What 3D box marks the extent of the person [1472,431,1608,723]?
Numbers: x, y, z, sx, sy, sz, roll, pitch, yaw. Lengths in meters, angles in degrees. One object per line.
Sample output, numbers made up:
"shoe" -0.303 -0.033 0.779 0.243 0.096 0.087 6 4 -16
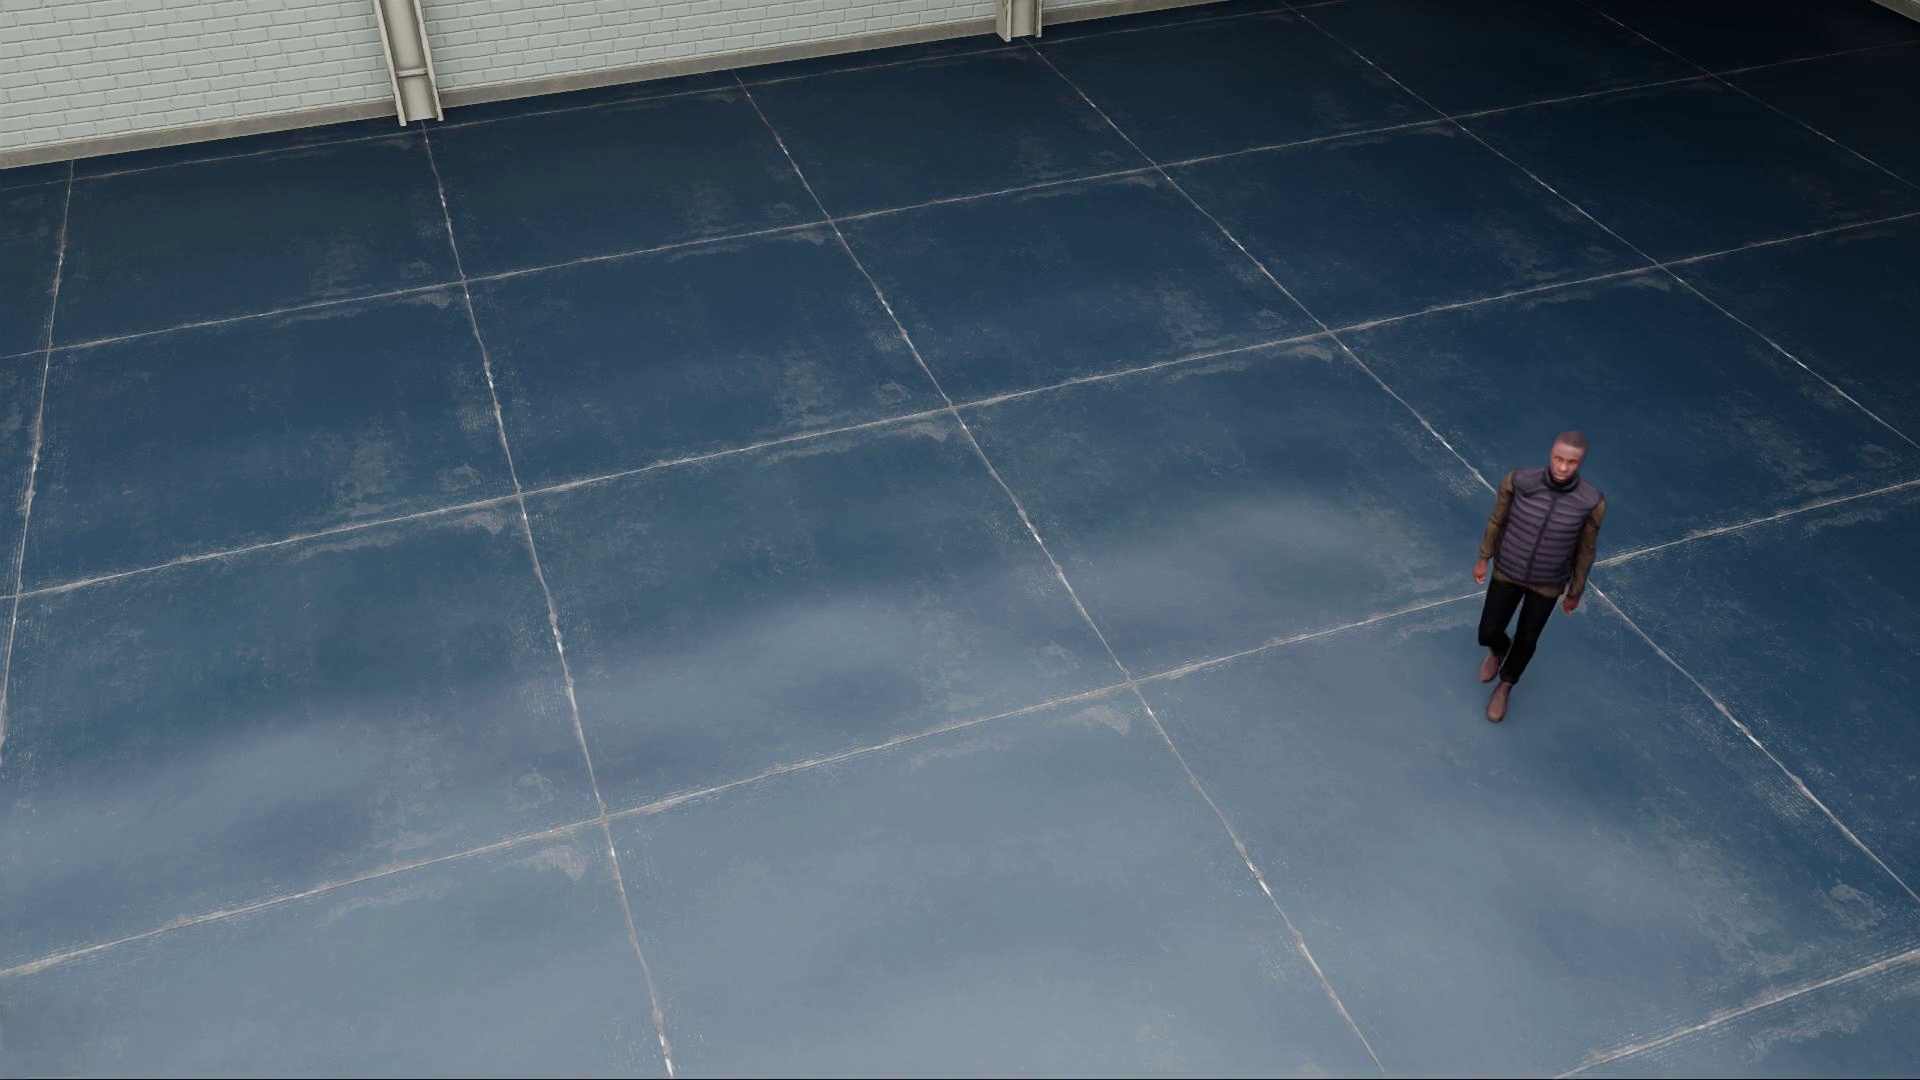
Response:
"person" 3.030 0.146 8.791 0.891 1.828 0.949 17 41 21
